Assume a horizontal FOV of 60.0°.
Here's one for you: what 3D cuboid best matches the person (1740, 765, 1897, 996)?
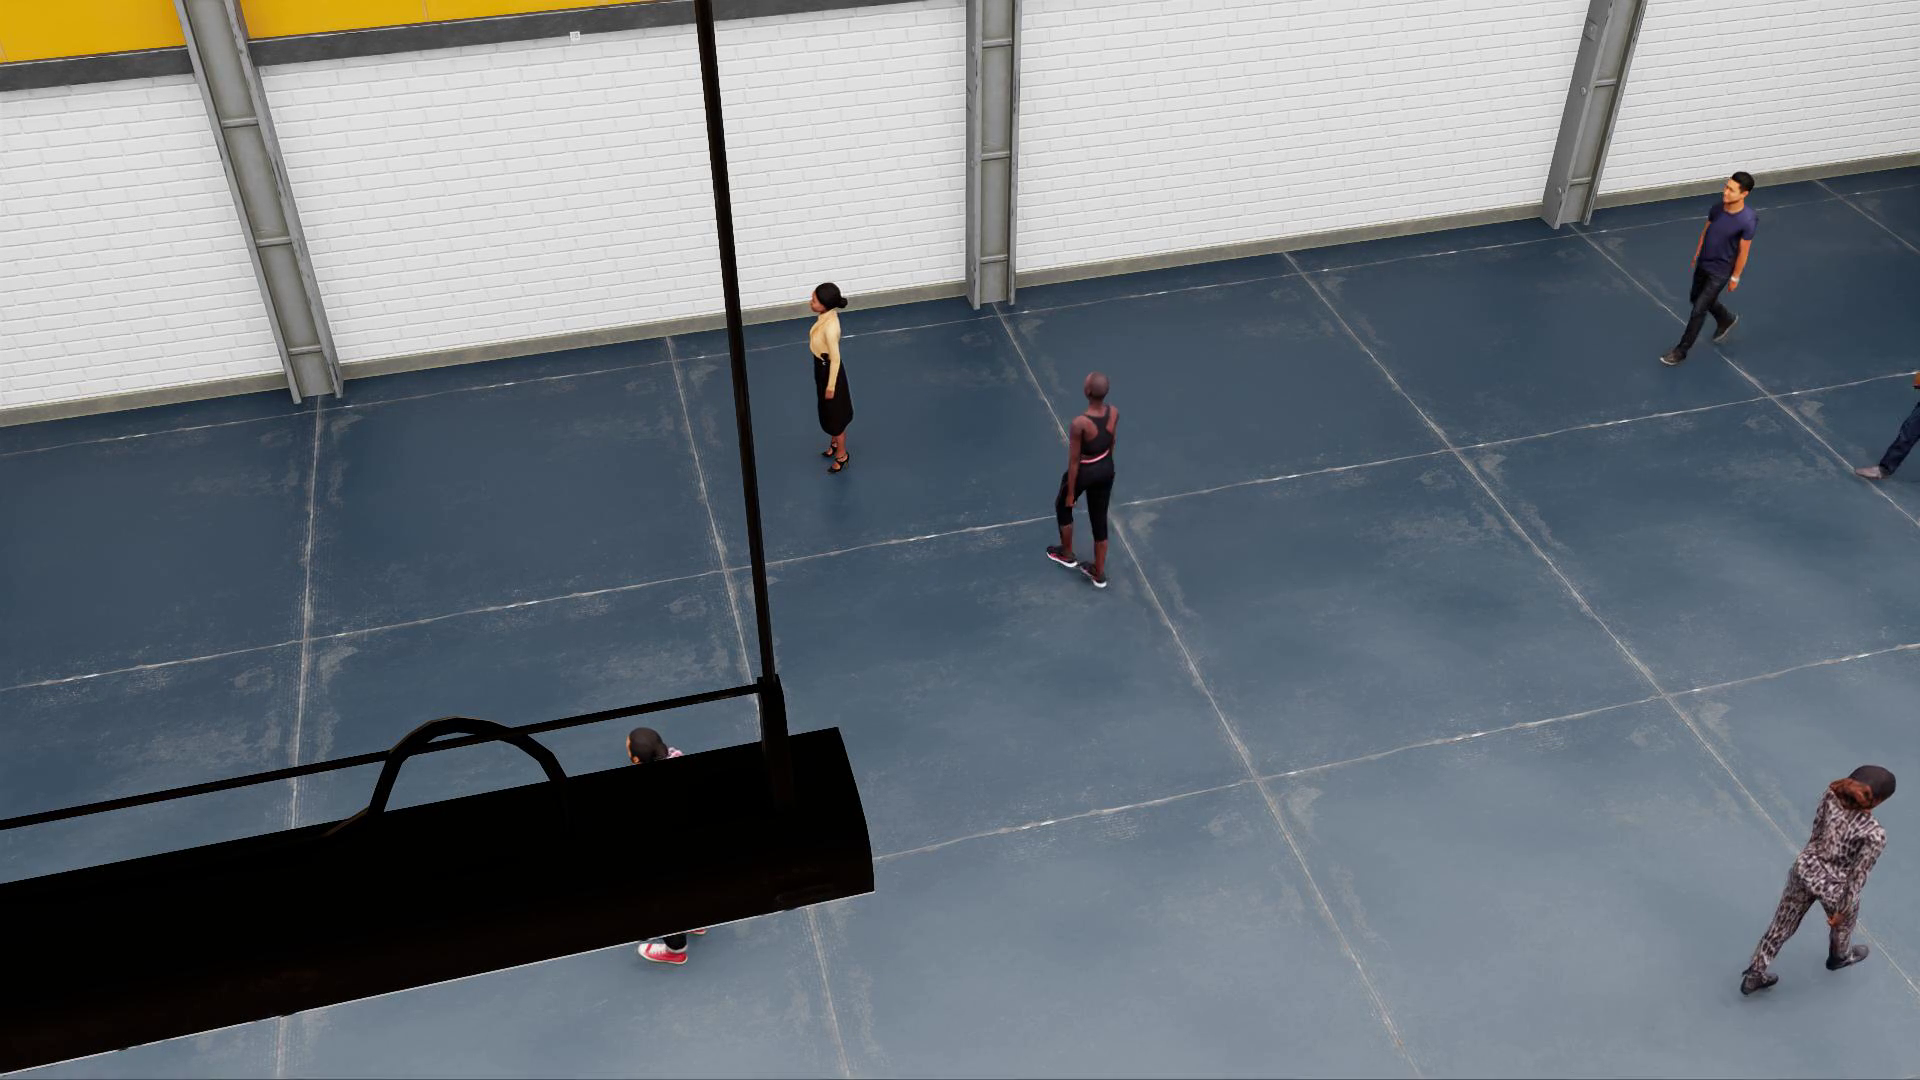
[{"bbox_3d":[4.597,1.880,8.989,1.043,1.681,0.663,-13,40,-16],"label":"person"}]

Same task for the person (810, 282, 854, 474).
[{"bbox_3d":[-1.014,-1.267,12.950,0.536,1.653,0.582,-7,39,-9],"label":"person"}]

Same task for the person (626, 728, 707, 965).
[{"bbox_3d":[-1.644,1.674,9.181,0.811,1.761,0.777,15,41,18],"label":"person"}]

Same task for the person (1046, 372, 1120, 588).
[{"bbox_3d":[0.976,-0.380,11.769,0.808,1.741,0.794,-21,43,-24],"label":"person"}]

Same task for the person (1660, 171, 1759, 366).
[{"bbox_3d":[6.518,-2.331,14.190,1.078,1.769,0.719,-14,41,-17],"label":"person"}]
